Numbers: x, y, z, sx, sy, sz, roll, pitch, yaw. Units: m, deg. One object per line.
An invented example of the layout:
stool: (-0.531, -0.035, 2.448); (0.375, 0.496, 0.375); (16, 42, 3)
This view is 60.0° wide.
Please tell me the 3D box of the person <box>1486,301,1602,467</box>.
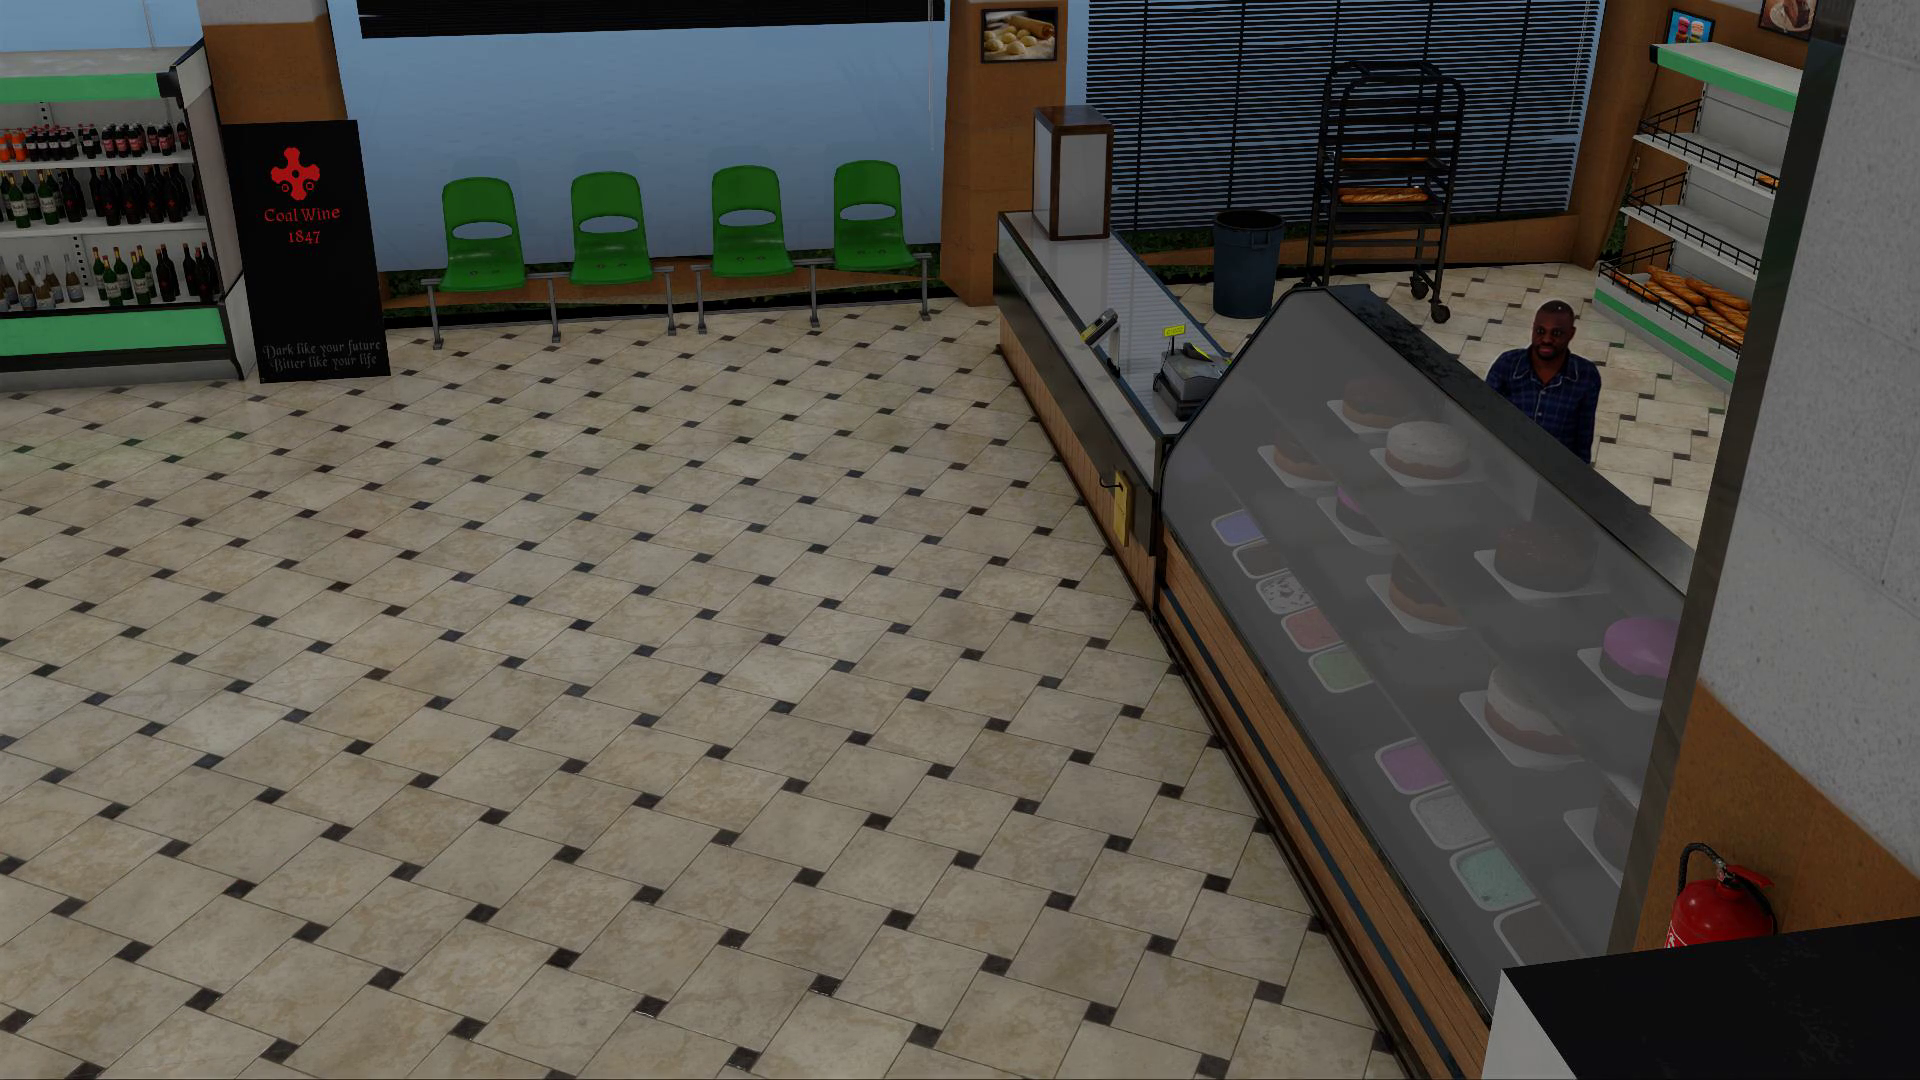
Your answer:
person: (2.581, -0.223, 7.570); (0.721, 1.823, 0.836); (9, 28, 18)
